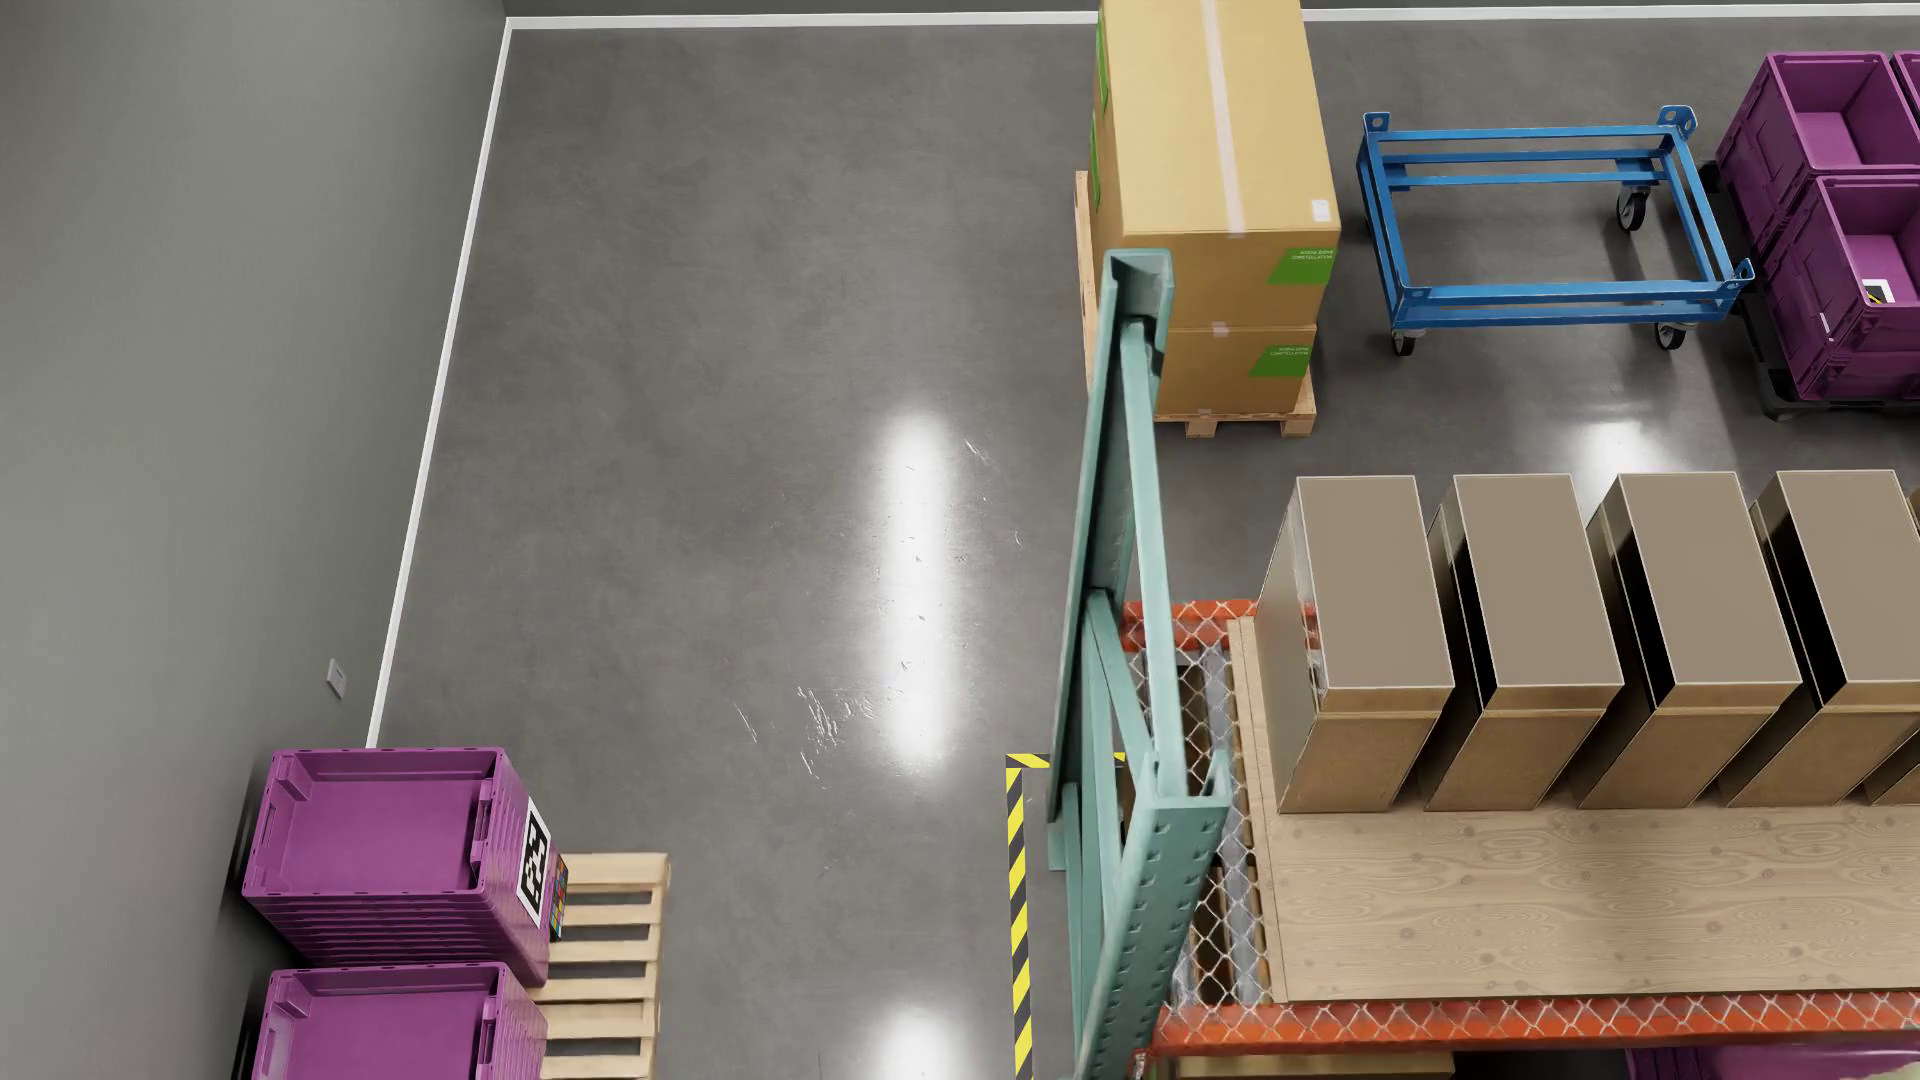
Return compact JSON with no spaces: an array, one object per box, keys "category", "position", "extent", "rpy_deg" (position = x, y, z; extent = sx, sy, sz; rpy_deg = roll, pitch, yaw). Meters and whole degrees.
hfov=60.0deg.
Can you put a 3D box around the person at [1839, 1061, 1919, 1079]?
[{"category":"person","position":[1.925,1.585,3.743],"extent":[0.915,1.786,0.624],"rpy_deg":[-1,58,-1]}]
